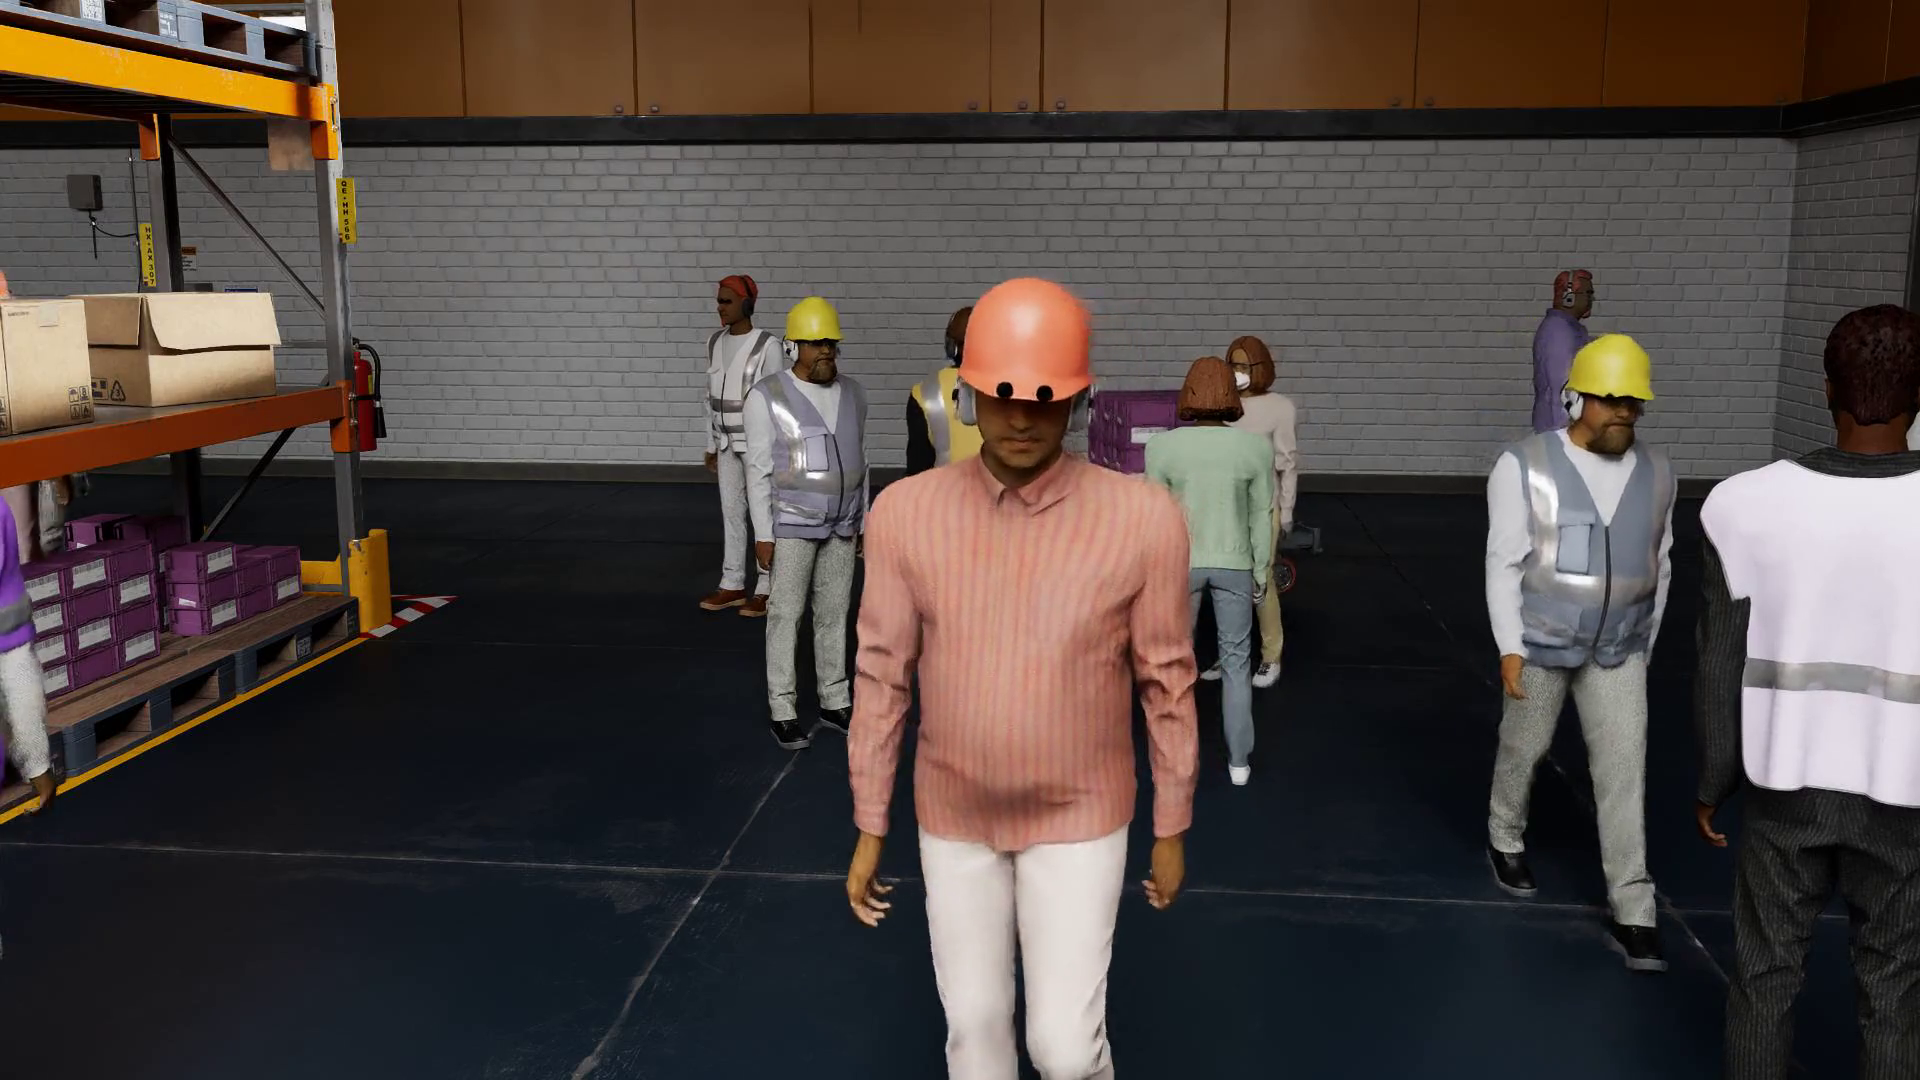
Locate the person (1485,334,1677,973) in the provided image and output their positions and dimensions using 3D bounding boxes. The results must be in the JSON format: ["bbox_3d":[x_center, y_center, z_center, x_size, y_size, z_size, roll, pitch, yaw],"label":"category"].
[{"bbox_3d":[1.825,0.287,4.928,0.595,1.790,0.907,0,10,-1],"label":"person"}]

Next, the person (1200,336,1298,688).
[{"bbox_3d":[1.314,-0.134,7.771,0.335,1.632,0.512,-9,14,-43],"label":"person"}]

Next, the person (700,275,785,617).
[{"bbox_3d":[-1.202,-0.516,9.222,0.575,1.883,0.362,8,13,39],"label":"person"}]

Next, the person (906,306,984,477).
[{"bbox_3d":[0.088,-0.094,7.121,0.641,1.802,0.982,0,10,-3],"label":"person"}]

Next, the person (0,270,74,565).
[{"bbox_3d":[-4.671,-0.360,8.079,0.649,1.966,0.502,-4,11,-22],"label":"person"}]

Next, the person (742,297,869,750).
[{"bbox_3d":[-0.595,-0.073,6.823,0.587,1.833,0.404,-8,13,-39],"label":"person"}]

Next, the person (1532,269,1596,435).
[{"bbox_3d":[3.634,-0.665,10.002,0.407,1.906,0.654,3,10,15],"label":"person"}]

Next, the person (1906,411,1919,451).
[{"bbox_3d":[2.890,0.239,4.446,0.674,2.000,0.535,0,10,-1],"label":"person"}]

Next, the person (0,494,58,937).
[{"bbox_3d":[-2.196,0.478,3.442,0.557,1.916,0.705,-5,11,-26],"label":"person"}]

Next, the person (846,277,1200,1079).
[{"bbox_3d":[0.102,0.513,3.058,0.633,1.971,0.440,3,10,16],"label":"person"}]

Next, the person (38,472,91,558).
[{"bbox_3d":[-5.059,-0.350,9.034,0.542,1.609,0.666,5,11,28],"label":"person"}]

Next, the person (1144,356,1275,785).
[{"bbox_3d":[0.934,0.121,6.315,0.497,1.626,0.288,1,10,5],"label":"person"}]

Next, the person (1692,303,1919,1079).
[{"bbox_3d":[1.765,0.496,3.326,0.593,1.919,0.391,6,11,30],"label":"person"}]
